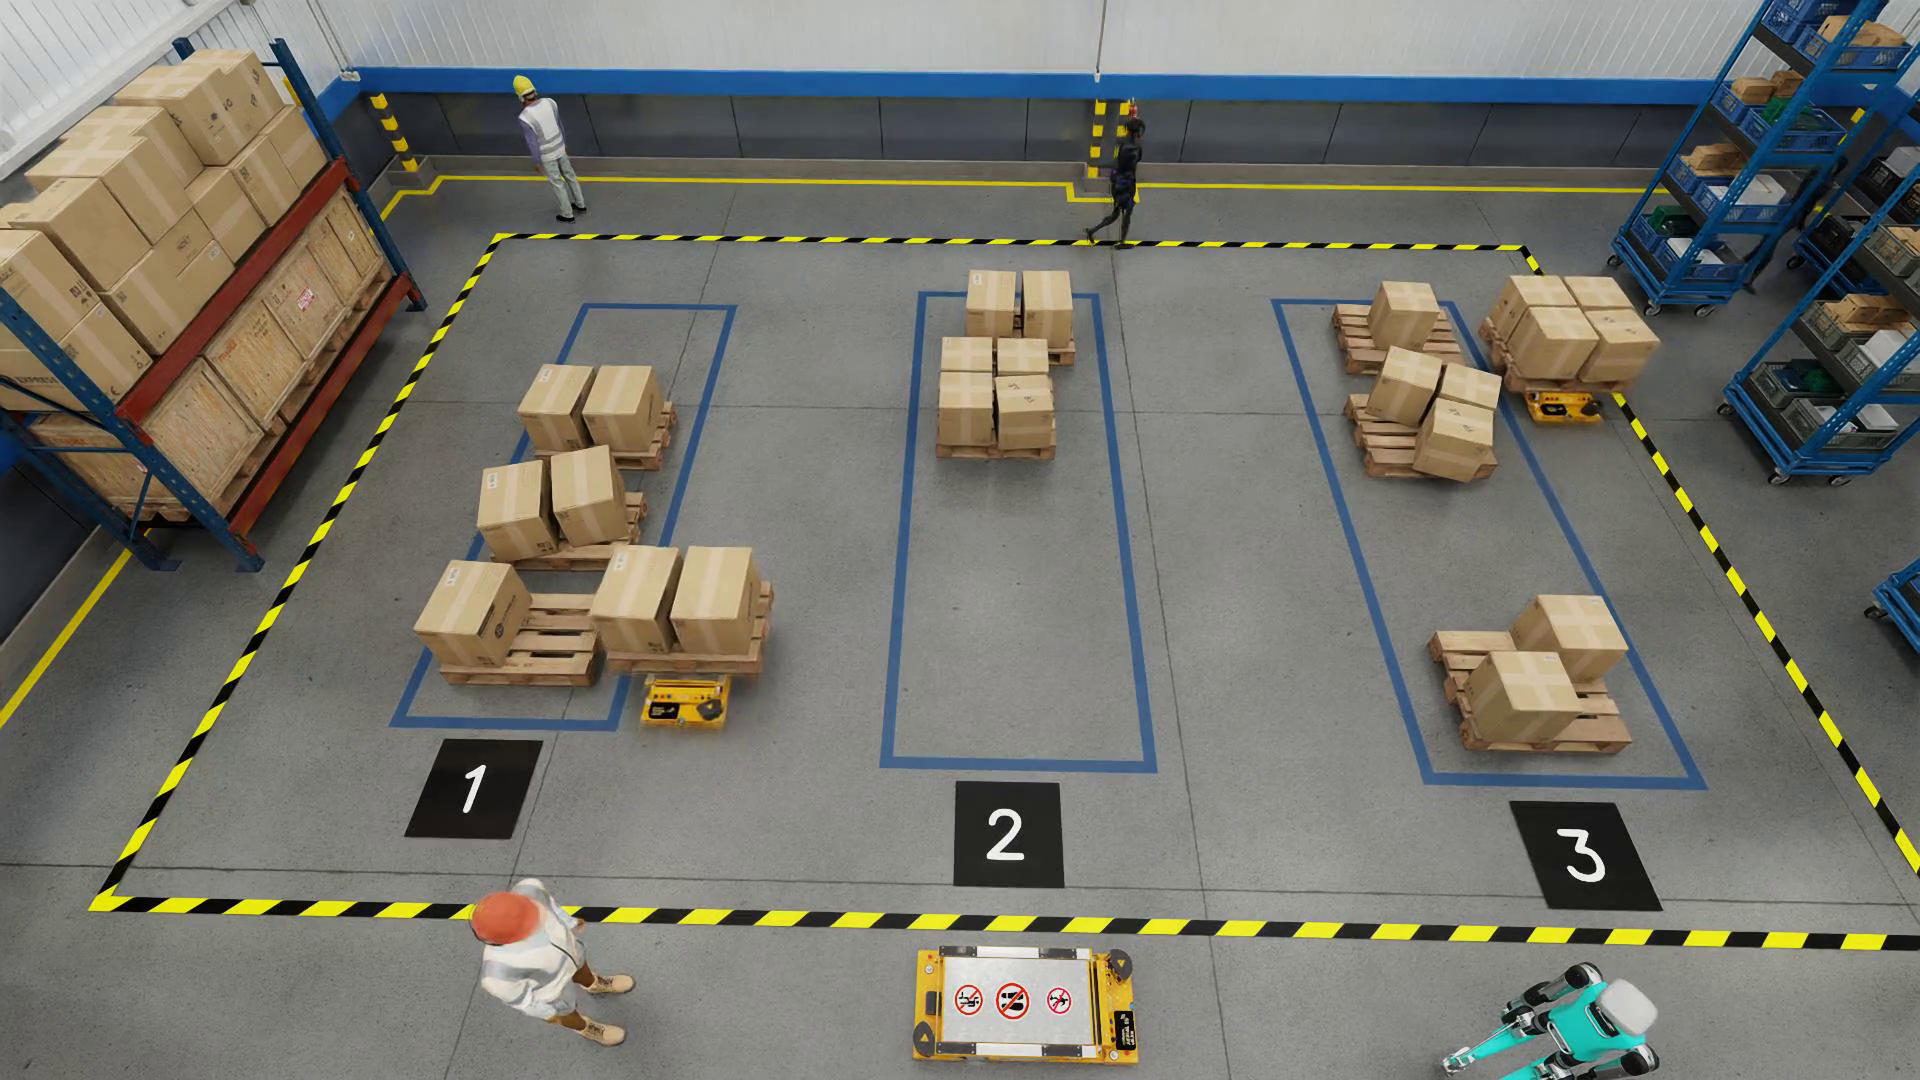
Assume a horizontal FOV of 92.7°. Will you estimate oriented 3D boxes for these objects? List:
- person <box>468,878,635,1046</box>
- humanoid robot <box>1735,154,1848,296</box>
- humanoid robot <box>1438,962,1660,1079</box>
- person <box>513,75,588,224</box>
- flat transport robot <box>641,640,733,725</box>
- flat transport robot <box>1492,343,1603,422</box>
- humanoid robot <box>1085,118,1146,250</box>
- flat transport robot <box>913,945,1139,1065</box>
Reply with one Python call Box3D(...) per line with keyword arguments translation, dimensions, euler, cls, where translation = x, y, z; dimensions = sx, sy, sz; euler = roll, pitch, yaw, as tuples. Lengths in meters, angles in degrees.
Box3D(translation=(-2.343, 2.464, 5.334), dimensions=(0.389, 2.044, 0.607), euler=(1, 51, 1), cls="person")
Box3D(translation=(9.565, -3.653, 10.558), dimensions=(0.585, 1.645, 0.556), euler=(-22, 54, -17), cls="humanoid robot")
Box3D(translation=(3.108, 2.871, 5.111), dimensions=(0.735, 1.677, 0.533), euler=(-12, 52, -10), cls="humanoid robot")
Box3D(translation=(-5.129, -4.849, 11.435), dimensions=(0.404, 1.823, 0.586), euler=(20, 54, 16), cls="person")
Box3D(translation=(-2.214, 0.878, 7.752), dimensions=(0.652, 0.197, 1.431), euler=(1, 51, 1), cls="flat transport robot")
Box3D(translation=(6.361, -1.851, 9.977), dimensions=(0.652, 0.197, 1.431), euler=(1, 51, 1), cls="flat transport robot")
Box3D(translation=(1.908, -4.259, 11.052), dimensions=(0.552, 1.635, 0.616), euler=(-7, 51, -6), cls="humanoid robot")
Box3D(translation=(0.422, 3.041, 6.007), dimensions=(1.431, 0.231, 0.659), euler=(1, 51, 1), cls="flat transport robot")
